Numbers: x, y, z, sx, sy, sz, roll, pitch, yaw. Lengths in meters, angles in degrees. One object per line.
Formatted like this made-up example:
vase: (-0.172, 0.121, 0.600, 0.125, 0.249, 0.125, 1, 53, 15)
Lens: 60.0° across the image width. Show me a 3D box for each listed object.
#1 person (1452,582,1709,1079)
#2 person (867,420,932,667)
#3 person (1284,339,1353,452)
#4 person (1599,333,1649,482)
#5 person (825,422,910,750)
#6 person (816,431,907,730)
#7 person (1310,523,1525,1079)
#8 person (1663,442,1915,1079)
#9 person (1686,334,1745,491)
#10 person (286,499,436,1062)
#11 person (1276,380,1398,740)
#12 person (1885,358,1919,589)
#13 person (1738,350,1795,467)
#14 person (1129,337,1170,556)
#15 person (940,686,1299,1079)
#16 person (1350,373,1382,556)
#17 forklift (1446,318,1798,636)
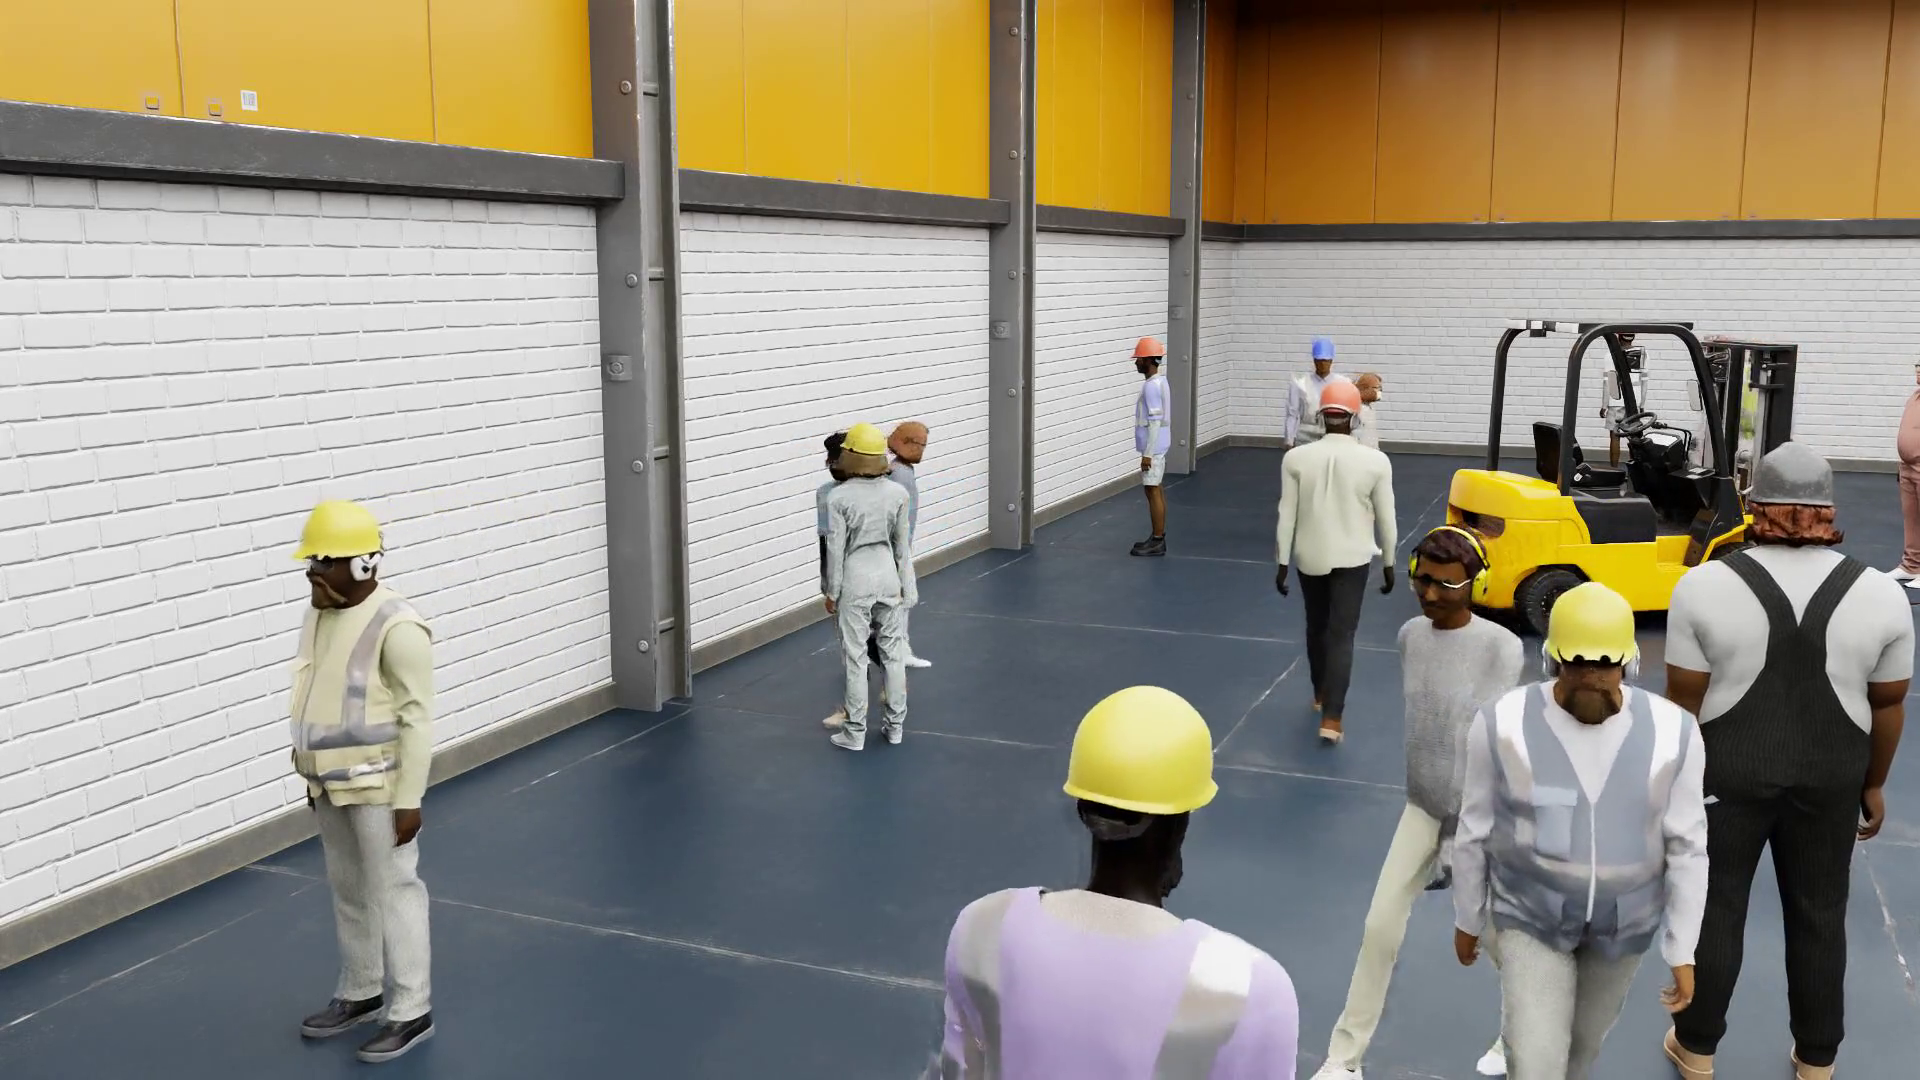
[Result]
person: (1.593, 0.975, 4.323, 0.596, 1.783, 0.864, 2, 9, 9)
person: (-0.437, 0.045, 10.453, 0.502, 1.612, 0.562, -1, 9, -5)
person: (3.345, -0.925, 15.498, 0.635, 1.903, 1.004, 2, 10, 12)
person: (7.792, -1.619, 19.565, 0.547, 1.938, 0.377, -1, 9, -4)
person: (-0.499, 0.245, 8.852, 0.487, 1.746, 0.287, -5, 11, -29)
person: (-0.540, 0.192, 9.432, 0.539, 1.659, 0.758, 8, 12, 39)
person: (1.502, 0.836, 5.113, 0.975, 1.811, 0.480, -7, 11, -35)
person: (2.529, 0.699, 5.204, 0.689, 2.000, 0.539, 2, 10, 14)
person: (7.508, -1.100, 16.546, 0.667, 1.890, 0.567, -5, 11, -28)
person: (-1.954, 0.771, 5.407, 0.599, 1.827, 0.404, 7, 12, 36)
person: (2.081, 0.093, 9.197, 0.648, 1.943, 1.040, 4, 10, 21)
person: (7.701, -0.570, 13.300, 0.409, 1.907, 0.651, 0, 9, 0)
person: (7.936, -1.057, 16.582, 0.624, 1.813, 0.563, 8, 12, 40)
person: (1.668, -0.820, 14.723, 0.374, 1.935, 0.552, 2, 10, 14)
person: (0.234, 1.182, 2.656, 0.592, 1.915, 0.498, 6, 11, 33)
person: (3.644, -0.664, 14.719, 0.585, 1.610, 0.531, 4, 10, 25)
forklift: (4.706, -0.497, 11.990, 2.313, 2.155, 1.214, -2, 10, -10)
